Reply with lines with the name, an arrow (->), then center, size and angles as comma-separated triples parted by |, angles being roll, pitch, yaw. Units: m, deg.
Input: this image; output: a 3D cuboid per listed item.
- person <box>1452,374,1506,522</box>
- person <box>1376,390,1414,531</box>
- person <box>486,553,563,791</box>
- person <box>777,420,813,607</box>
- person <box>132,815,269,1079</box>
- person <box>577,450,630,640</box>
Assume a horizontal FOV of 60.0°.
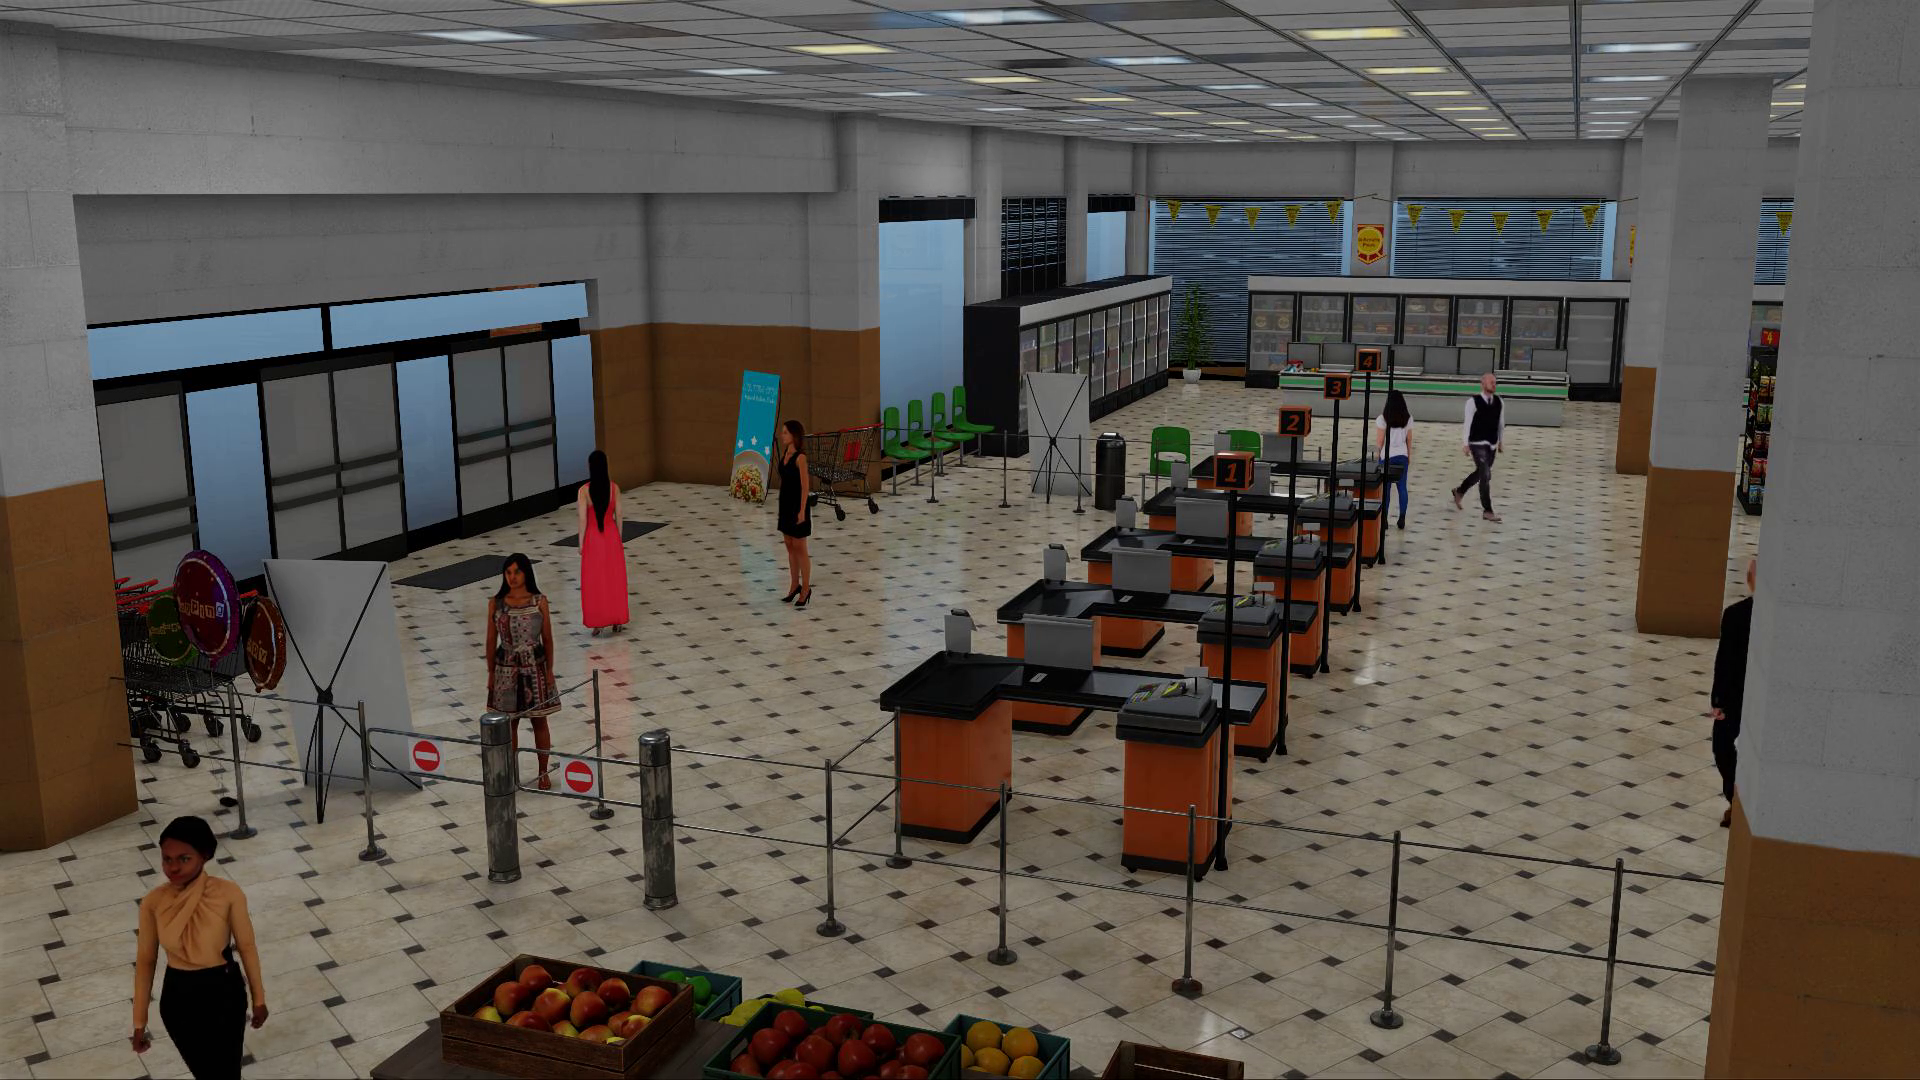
person -> 6.447, -1.149, 20.679 | 1.256, 1.782, 1.262 | -5, 13, -21
person -> 5.216, -0.956, 19.997 | 0.594, 1.684, 0.728 | -1, 12, -3
person -> -2.980, 0.890, 11.324 | 0.641, 1.645, 0.784 | -2, 12, -8
person -> -1.626, -0.263, 16.342 | 0.728, 1.834, 0.632 | -9, 15, -36
person -> -3.006, 1.877, 6.698 | 1.034, 1.620, 0.935 | -1, 12, -5
person -> -3.275, 0.035, 15.192 | 0.716, 1.726, 0.750 | -8, 14, -33
